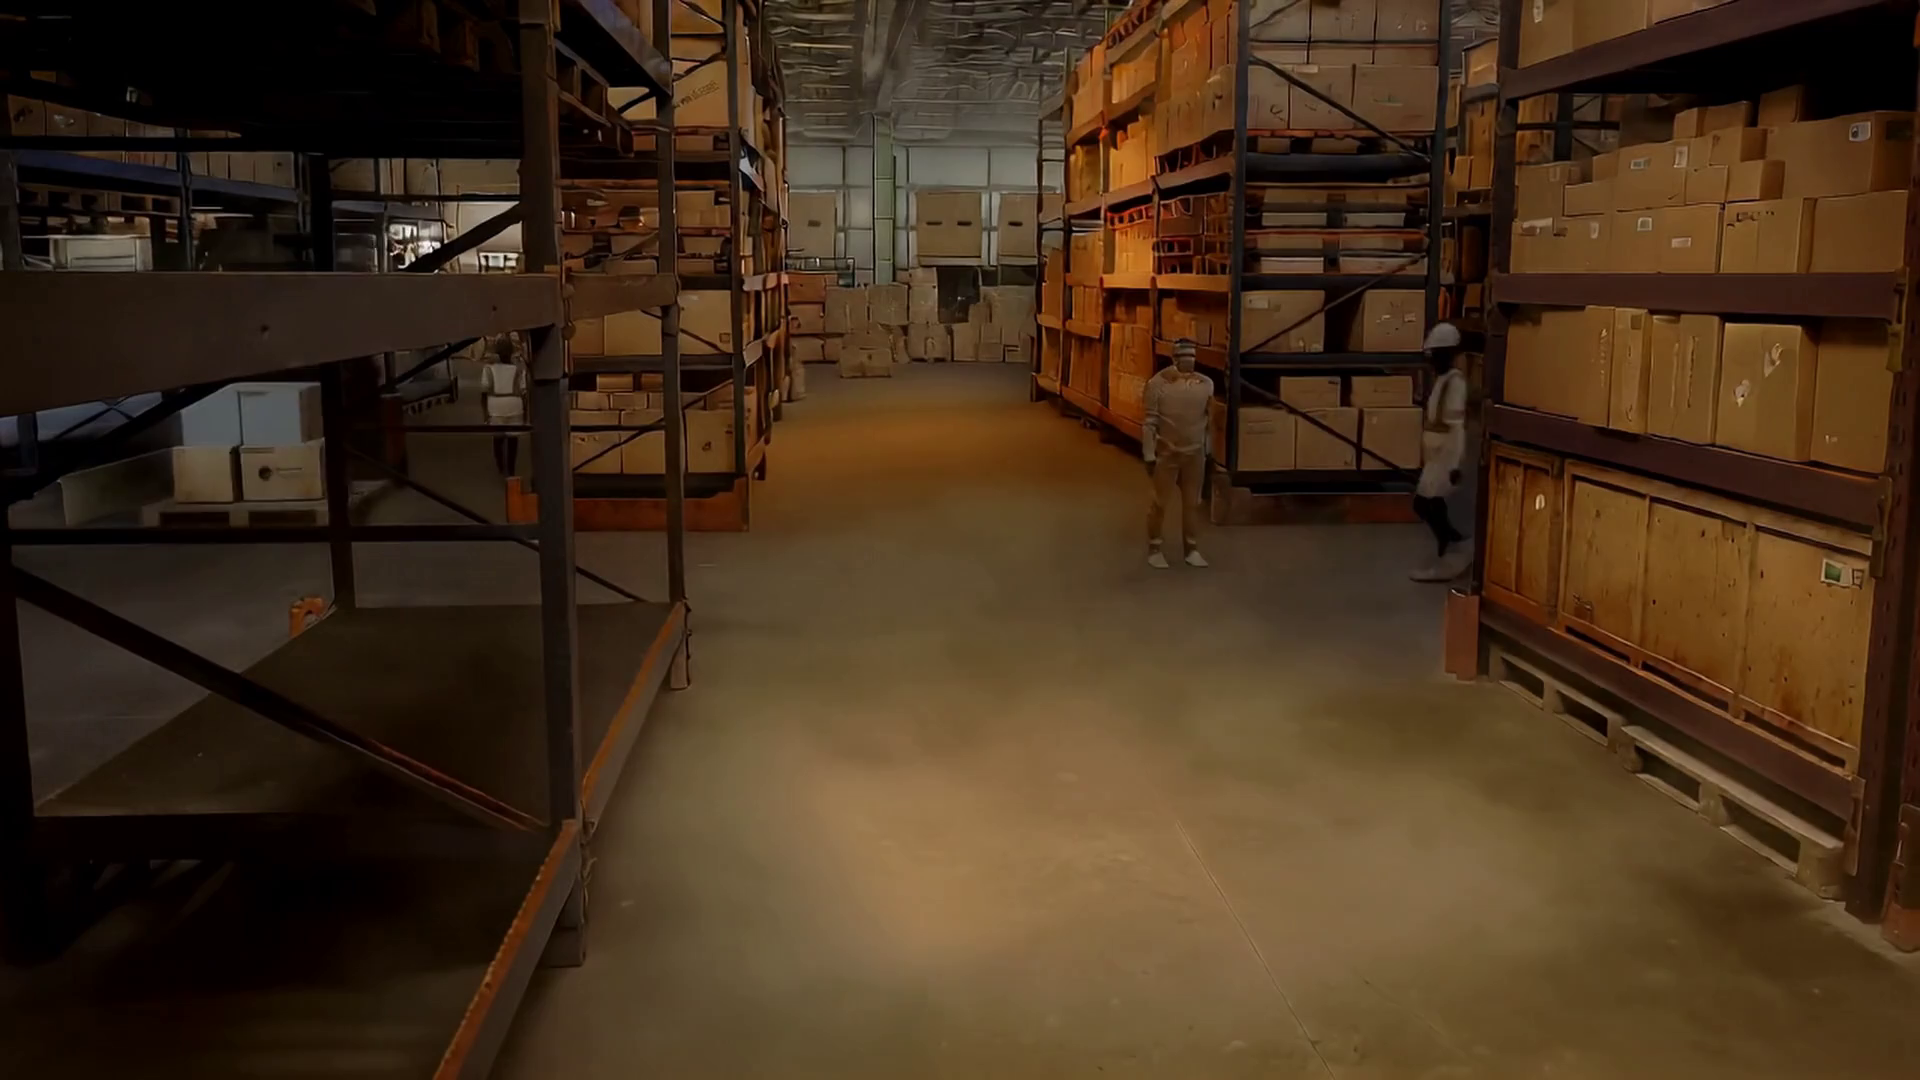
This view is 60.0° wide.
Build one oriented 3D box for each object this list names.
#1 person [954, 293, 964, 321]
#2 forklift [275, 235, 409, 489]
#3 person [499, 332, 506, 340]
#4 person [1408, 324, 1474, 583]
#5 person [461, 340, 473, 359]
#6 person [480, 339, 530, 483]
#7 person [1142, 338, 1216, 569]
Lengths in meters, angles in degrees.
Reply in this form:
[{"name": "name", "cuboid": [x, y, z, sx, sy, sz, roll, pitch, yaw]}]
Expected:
[{"name": "person", "cuboid": [-0.033, -9.315, 68.350, 0.403, 1.680, 0.559, 1, 9, 9]}, {"name": "forklift", "cuboid": [-6.737, -1.867, 17.854, 1.129, 2.768, 1.873, -1, 9, -4]}, {"name": "person", "cuboid": [-16.755, -8.306, 60.913, 0.701, 2.000, 1.035, -1, 9, -5]}, {"name": "person", "cuboid": [3.737, -0.653, 12.889, 0.472, 2.025, 0.616, 2, 9, 14]}, {"name": "person", "cuboid": [-14.260, -6.155, 47.897, 0.353, 1.884, 0.577, 8, 12, 42]}, {"name": "person", "cuboid": [-5.185, -1.463, 19.065, 0.559, 1.669, 0.719, -1, 9, -5]}, {"name": "person", "cuboid": [1.810, -0.705, 13.648, 0.645, 1.898, 0.398, -3, 9, -16]}]
